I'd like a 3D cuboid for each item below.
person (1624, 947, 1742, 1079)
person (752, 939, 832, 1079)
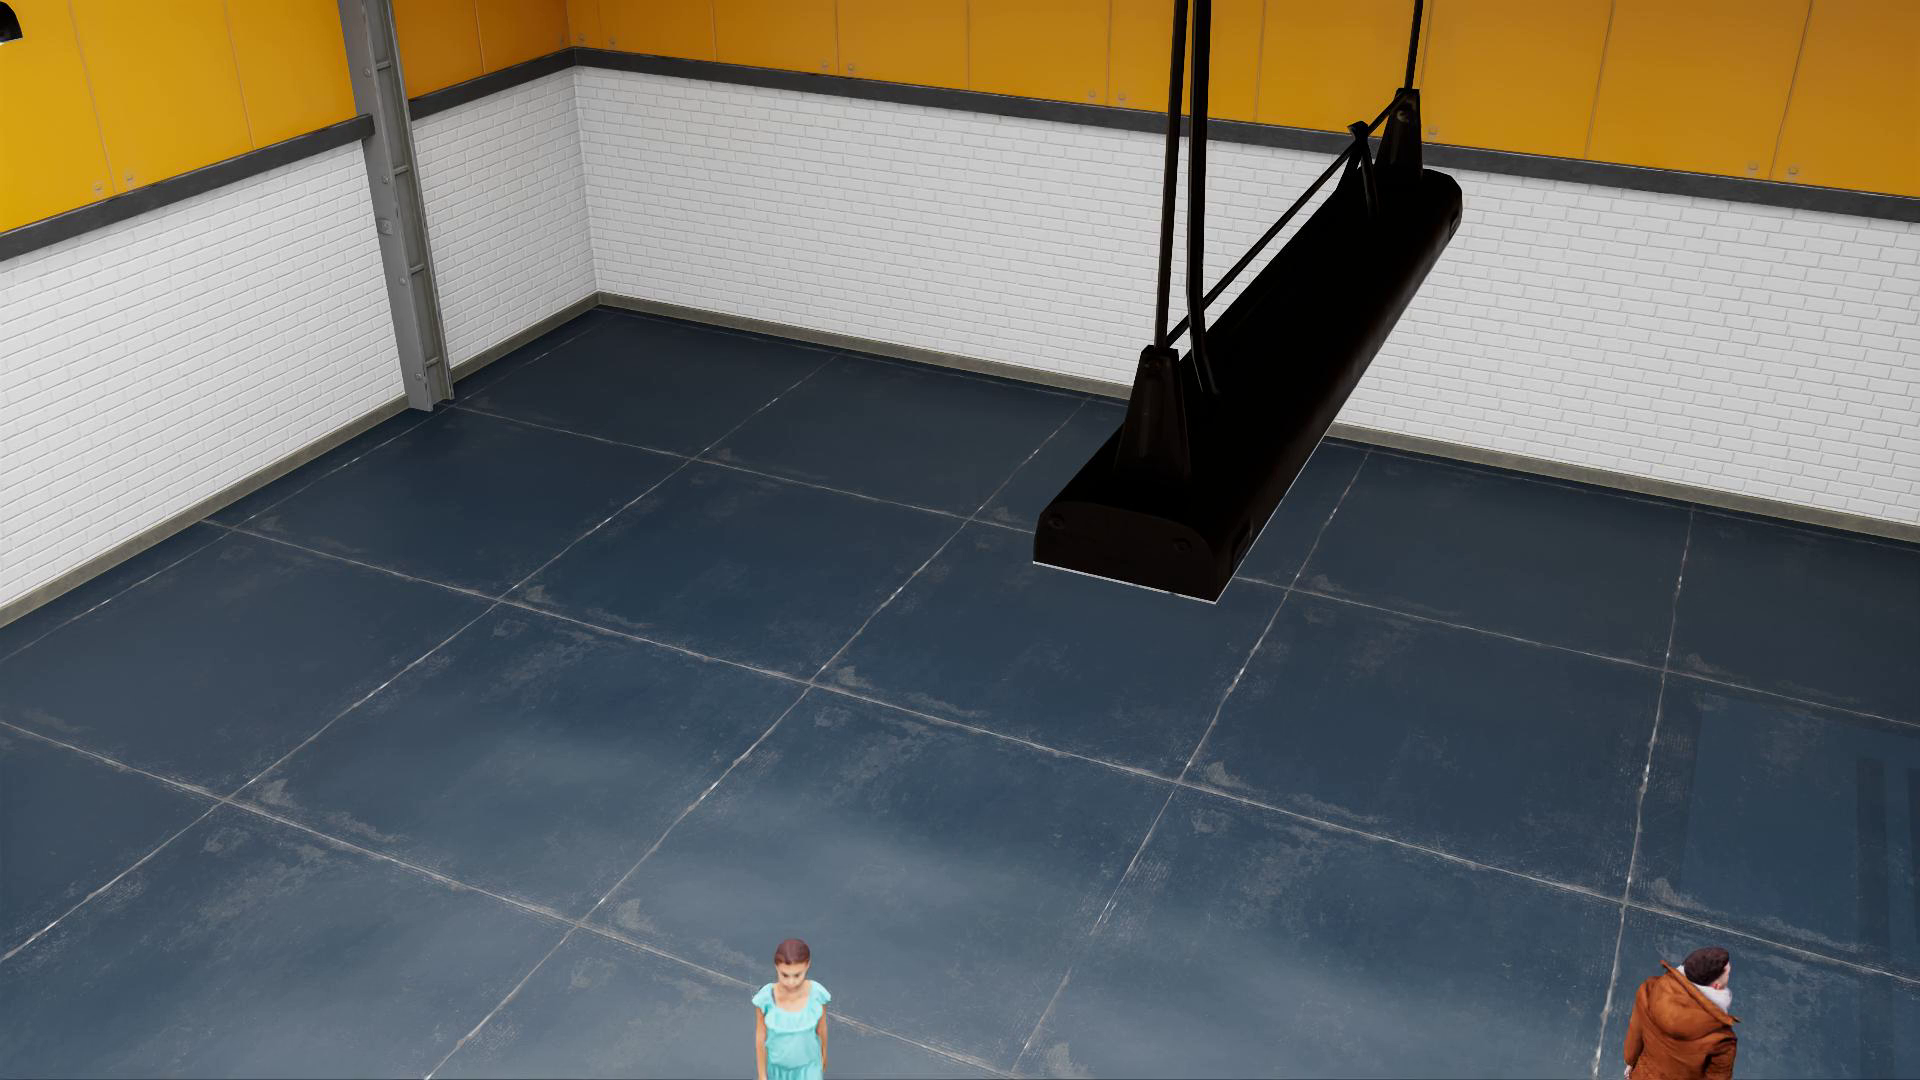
[{"bbox_3d":[3.396,2.712,8.024,1.108,1.822,1.017,-14,32,-24],"label":"person"},{"bbox_3d":[-0.861,2.617,8.496,0.855,1.538,1.094,-1,29,-2],"label":"person"}]
